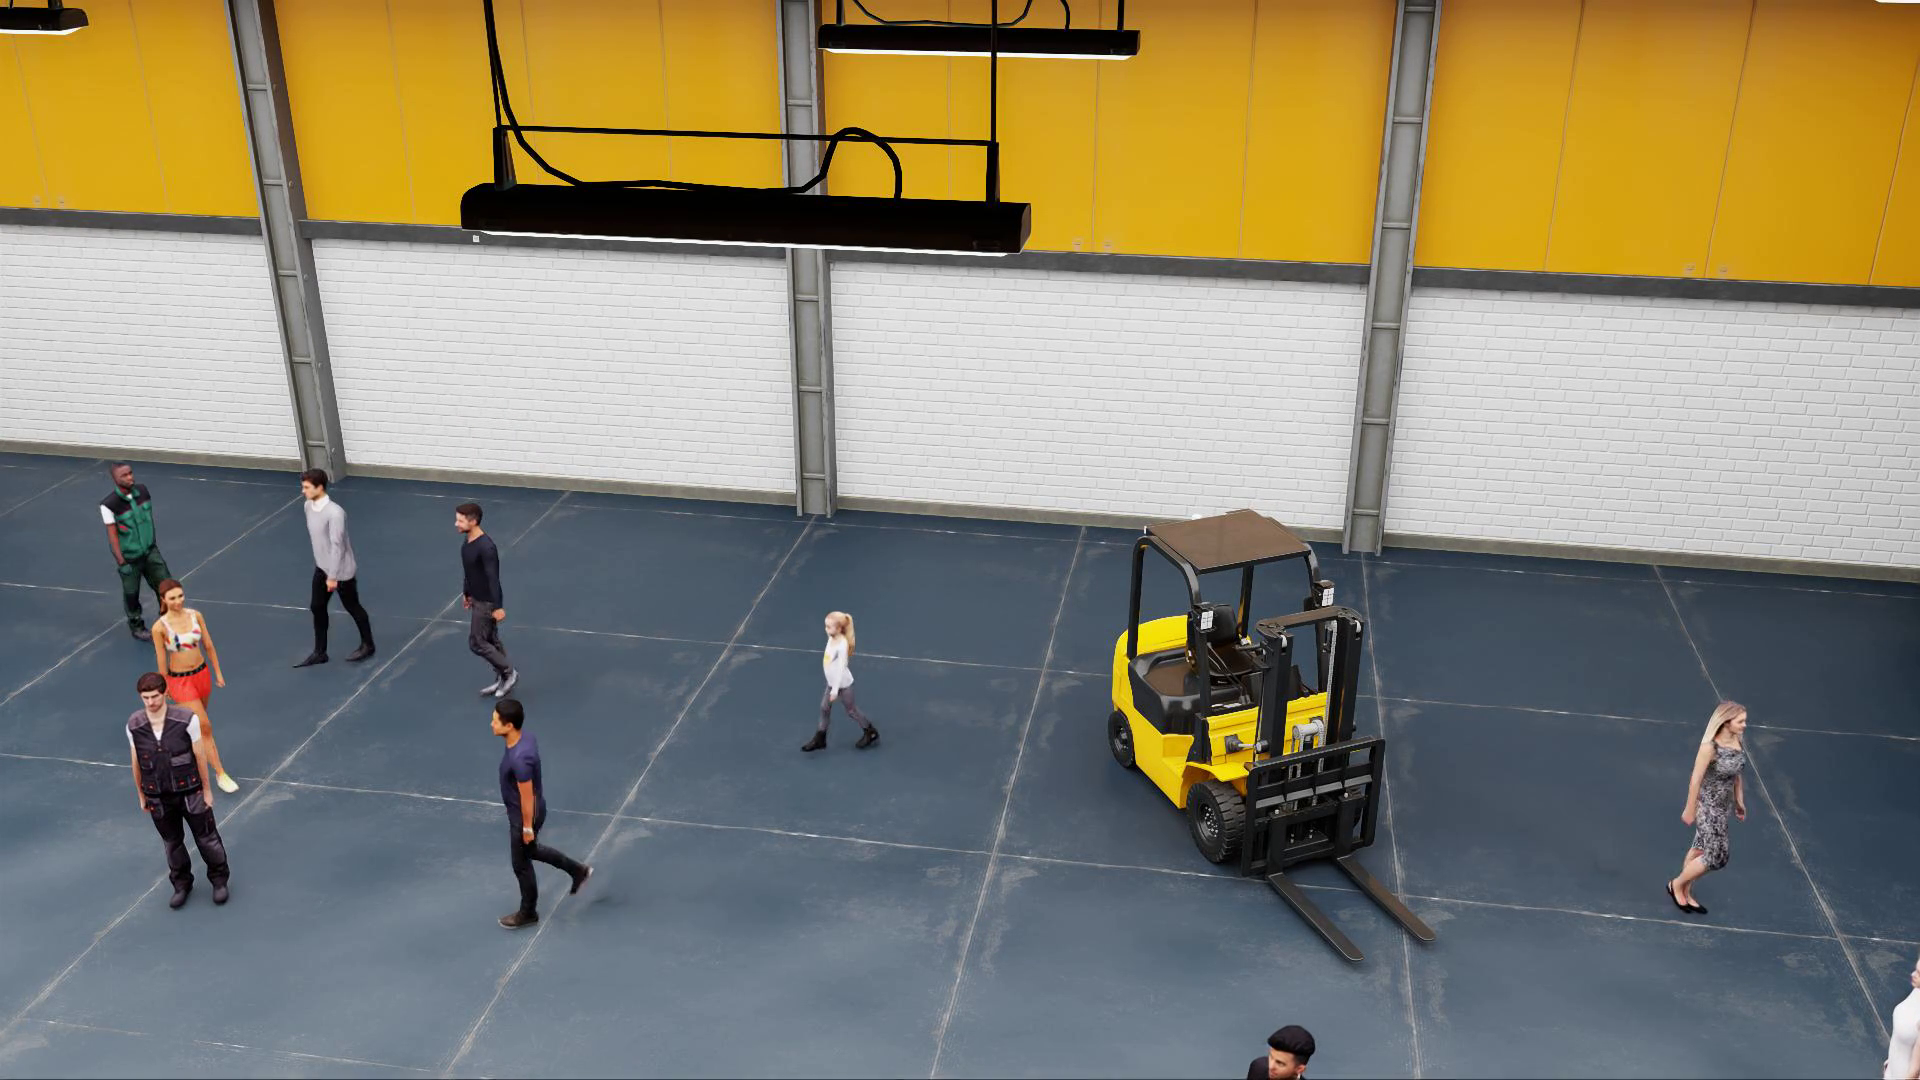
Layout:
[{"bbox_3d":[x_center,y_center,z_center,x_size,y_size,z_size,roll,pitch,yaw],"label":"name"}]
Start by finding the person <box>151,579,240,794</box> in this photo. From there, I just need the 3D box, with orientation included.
[{"bbox_3d":[-6.183,1.118,13.289,1.215,1.750,0.968,18,30,36],"label":"person"}]

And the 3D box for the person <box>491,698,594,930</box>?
[{"bbox_3d":[-2.924,1.879,11.513,1.039,1.776,0.899,-8,25,-18],"label":"person"}]

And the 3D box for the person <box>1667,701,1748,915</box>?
[{"bbox_3d":[5.196,1.850,11.685,0.711,1.691,0.768,-17,29,-34],"label":"person"}]

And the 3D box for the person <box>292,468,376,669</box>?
[{"bbox_3d":[-5.607,0.225,15.148,1.065,1.896,1.043,16,28,32],"label":"person"}]

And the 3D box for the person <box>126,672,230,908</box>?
[{"bbox_3d":[-5.528,1.744,11.736,0.643,1.846,0.782,-5,24,-11],"label":"person"}]

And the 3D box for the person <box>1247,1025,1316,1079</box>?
[{"bbox_3d":[1.605,3.198,8.361,0.812,1.884,0.751,-16,28,-32],"label":"person"}]

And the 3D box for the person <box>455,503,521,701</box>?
[{"bbox_3d":[-4.066,0.510,14.548,0.844,1.855,0.790,-14,27,-29],"label":"person"}]

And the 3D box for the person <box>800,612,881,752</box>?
[{"bbox_3d":[-0.929,1.181,13.758,0.944,1.256,0.810,-11,26,-24],"label":"person"}]

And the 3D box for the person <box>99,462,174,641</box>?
[{"bbox_3d":[-7.751,0.112,15.512,1.024,1.811,0.845,10,26,23],"label":"person"}]
